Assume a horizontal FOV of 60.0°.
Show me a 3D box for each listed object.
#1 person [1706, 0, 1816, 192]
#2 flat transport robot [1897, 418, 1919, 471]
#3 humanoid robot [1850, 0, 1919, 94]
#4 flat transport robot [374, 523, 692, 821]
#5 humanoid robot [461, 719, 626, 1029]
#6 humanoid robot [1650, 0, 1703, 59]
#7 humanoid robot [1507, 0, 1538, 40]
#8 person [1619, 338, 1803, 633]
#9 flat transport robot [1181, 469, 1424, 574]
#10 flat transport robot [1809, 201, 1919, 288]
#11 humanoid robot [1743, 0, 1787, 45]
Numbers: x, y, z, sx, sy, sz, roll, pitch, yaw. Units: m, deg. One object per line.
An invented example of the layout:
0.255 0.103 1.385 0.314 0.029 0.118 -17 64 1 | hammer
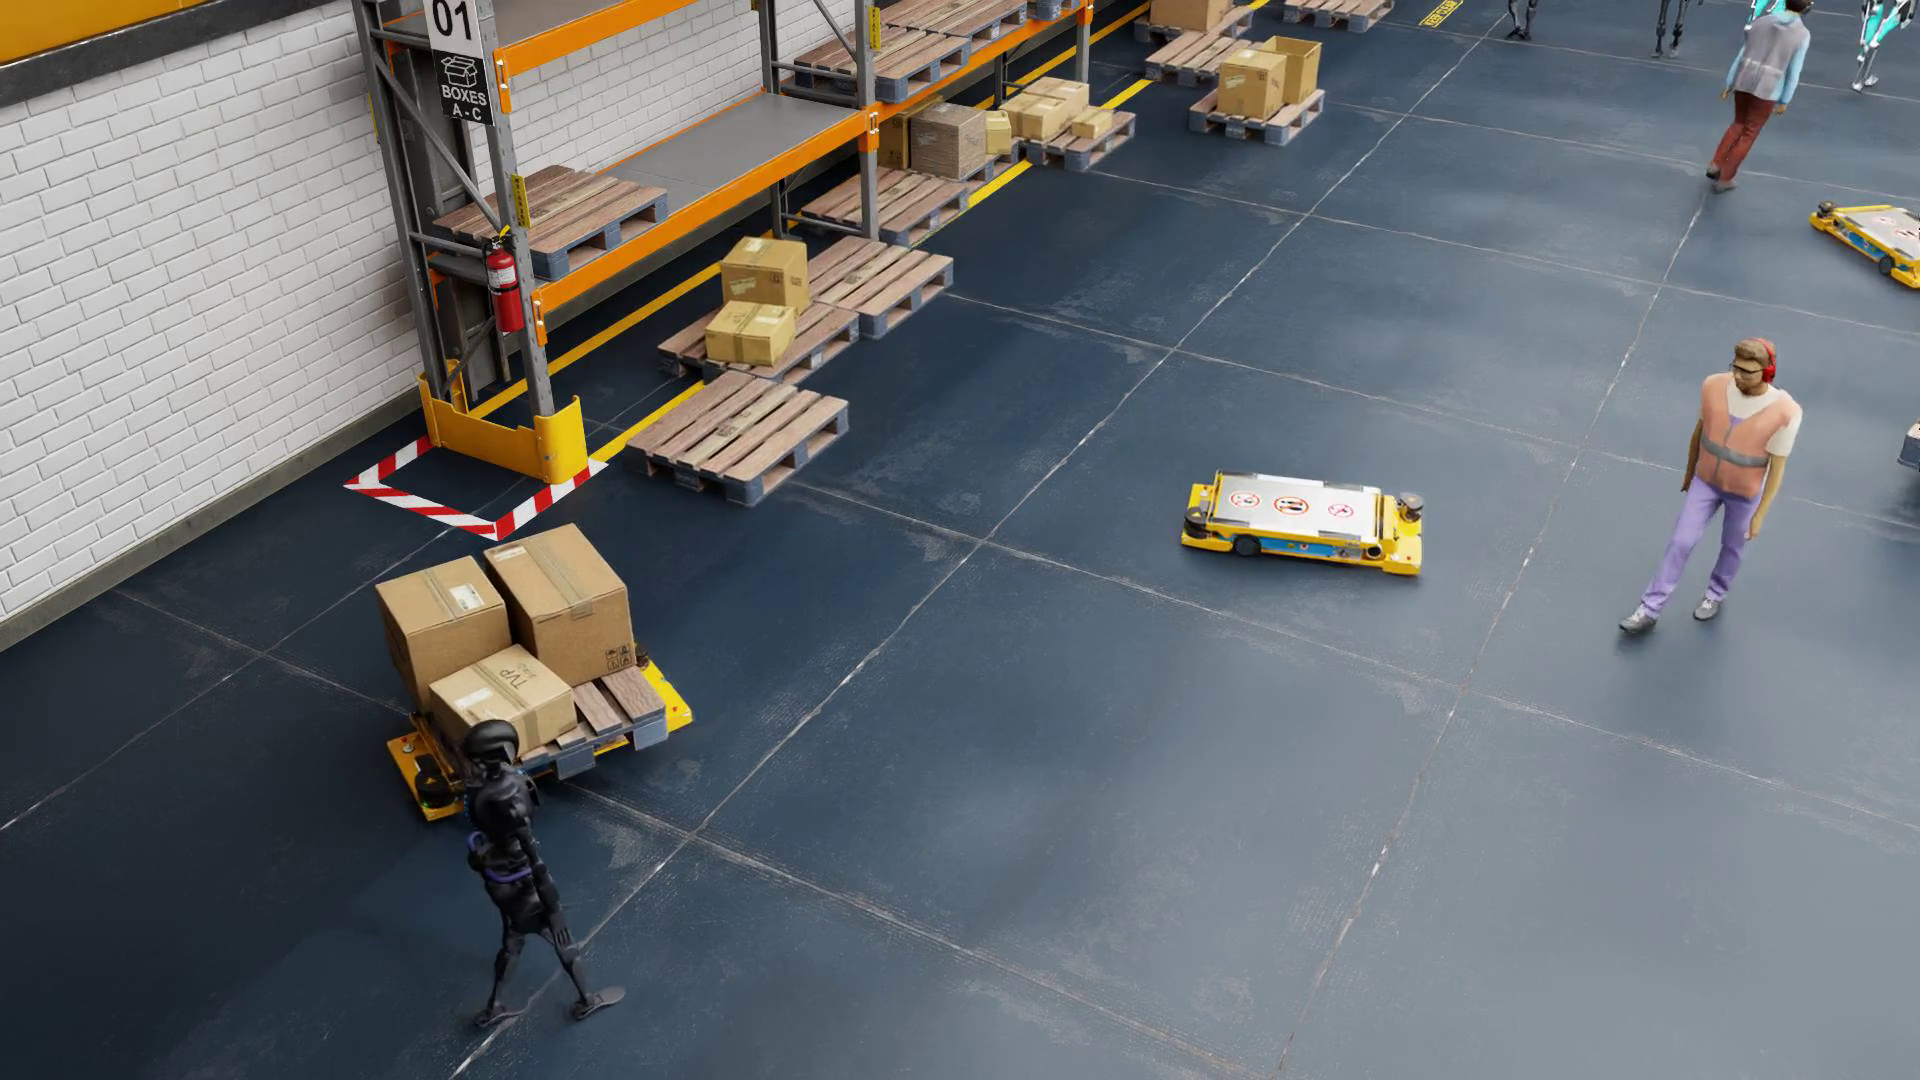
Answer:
7.080 -3.966 14.720 0.516 1.841 0.583 -21 39 -29 | person
6.801 -0.380 10.723 0.659 0.231 1.431 27 42 35 | flat transport robot
9.393 -5.370 16.992 0.536 1.772 1.023 28 43 36 | humanoid robot
-2.192 0.966 8.687 1.431 0.231 0.659 -20 38 -27 | flat transport robot
-1.815 1.364 6.836 0.608 1.649 0.588 -23 40 -31 | humanoid robot
7.788 -6.045 18.013 0.603 1.644 0.356 21 39 28 | humanoid robot
6.441 -6.458 18.640 0.610 1.644 0.349 -5 34 -7 | humanoid robot
4.162 -0.249 9.126 0.900 1.802 0.592 -26 41 -33 | person
2.130 -0.118 10.326 1.431 0.231 0.659 7 34 11 | flat transport robot
7.838 -2.488 13.912 0.659 0.231 1.431 -6 34 -8 | flat transport robot
8.551 -5.811 17.487 0.533 1.677 0.735 28 43 35 | humanoid robot
